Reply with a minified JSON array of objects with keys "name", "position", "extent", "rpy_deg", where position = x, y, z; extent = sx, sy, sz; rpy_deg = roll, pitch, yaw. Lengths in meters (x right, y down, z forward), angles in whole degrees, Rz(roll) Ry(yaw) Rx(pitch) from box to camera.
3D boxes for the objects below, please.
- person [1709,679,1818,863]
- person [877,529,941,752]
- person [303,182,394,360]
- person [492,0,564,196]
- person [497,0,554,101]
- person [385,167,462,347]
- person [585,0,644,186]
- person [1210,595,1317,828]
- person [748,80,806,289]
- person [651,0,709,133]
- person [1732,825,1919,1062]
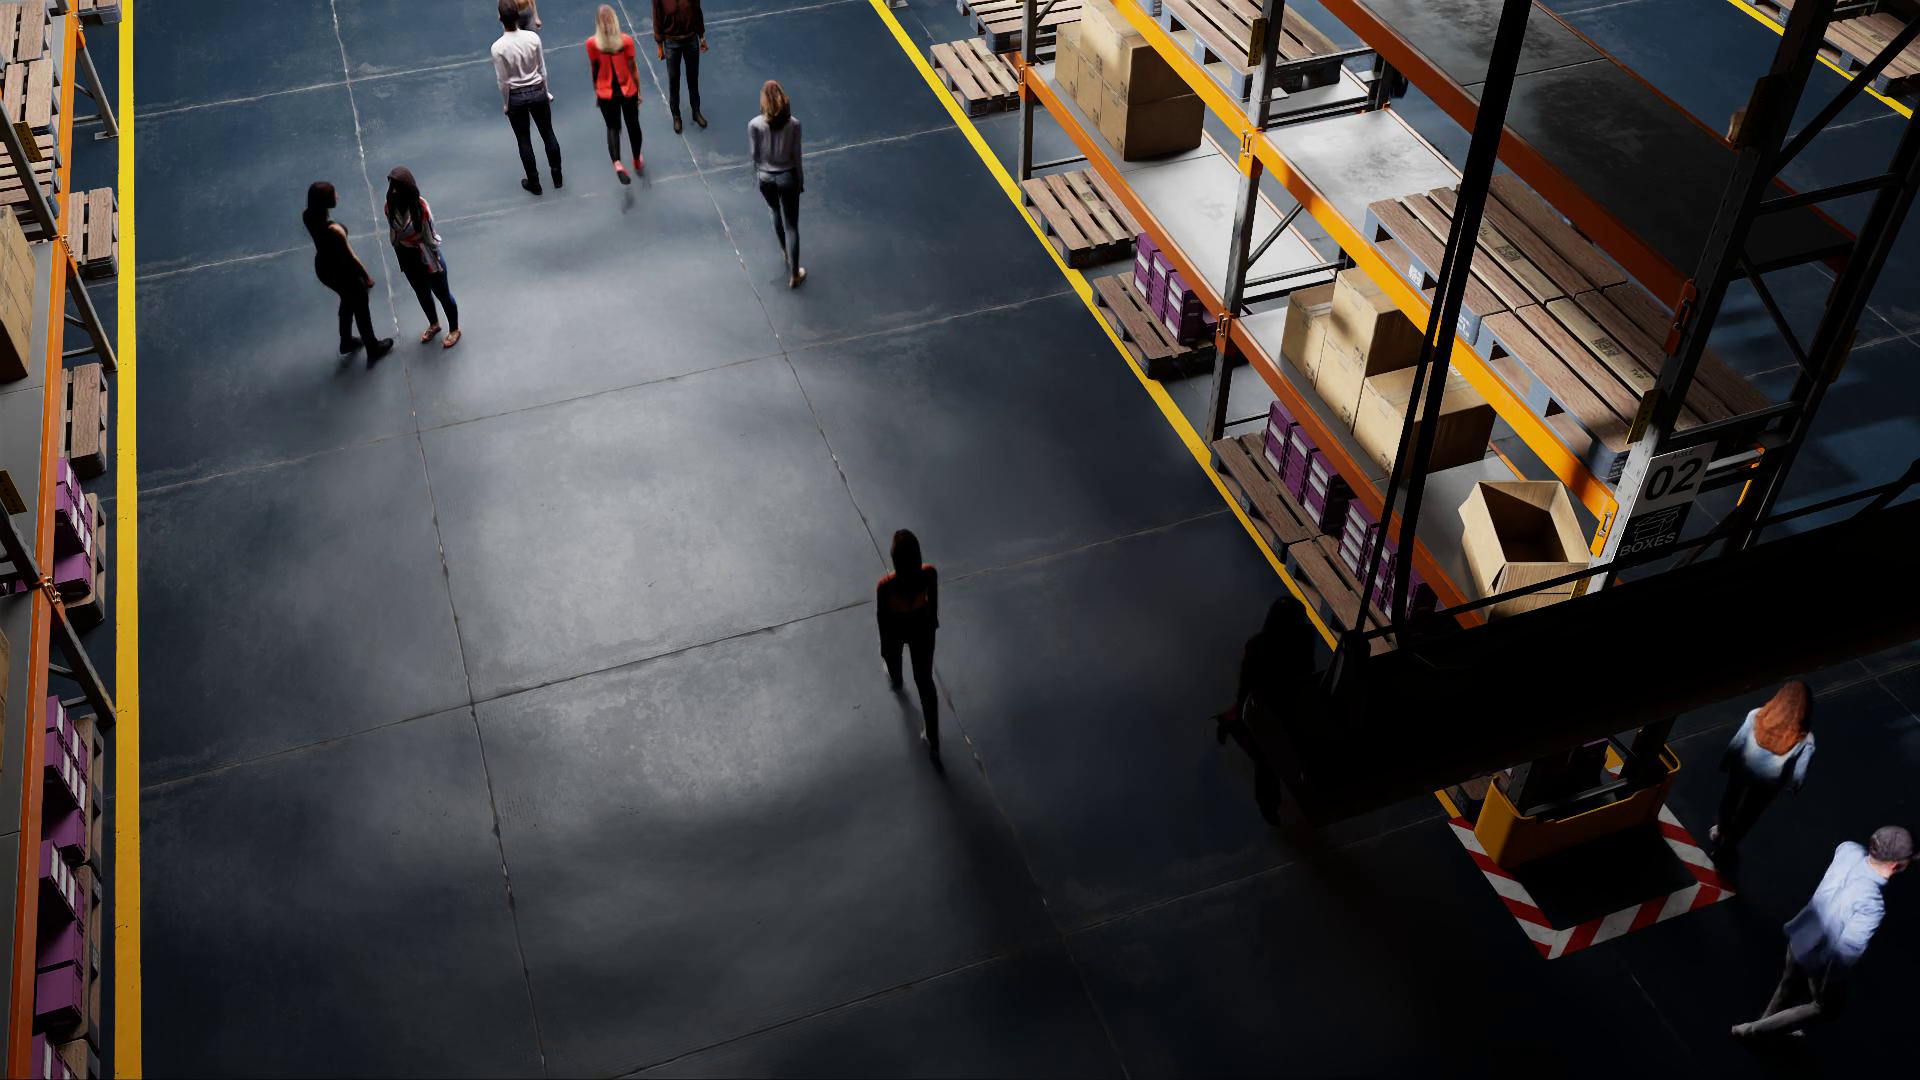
[{"name":"person","position":[4.622,1.398,9.690],"extent":[0.630,1.468,0.740],"rpy_deg":[31,52,29]},{"name":"person","position":[-0.289,0.631,10.407],"extent":[0.577,1.589,1.117],"rpy_deg":[-14,45,-14]},{"name":"person","position":[-4.948,-2.085,13.194],"extent":[0.741,1.679,0.813],"rpy_deg":[26,50,25]},{"name":"person","position":[-3.931,-4.018,15.085],"extent":[0.662,1.868,0.647],"rpy_deg":[-23,48,-22]},{"name":"person","position":[-4.337,-5.107,16.346],"extent":[0.637,1.706,0.641],"rpy_deg":[-34,53,-31]},{"name":"person","position":[-4.353,-2.300,13.468],"extent":[0.660,1.611,0.674],"rpy_deg":[8,44,8]},{"name":"person","position":[-3.132,-4.028,15.242],"extent":[0.726,1.666,1.036],"rpy_deg":[-5,44,-5]},{"name":"person","position":[1.807,0.923,9.999],"extent":[0.841,1.730,1.121],"rpy_deg":[-26,50,-25]},{"name":"person","position":[-1.554,-2.969,14.072],"extent":[0.735,1.747,0.898],"rpy_deg":[2,44,2]},{"name":"person","position":[-2.687,-4.794,15.964],"extent":[0.640,1.780,0.490],"rpy_deg":[-15,46,-15]},{"name":"person","position":[4.418,2.099,8.661],"extent":[0.844,1.873,0.780],"rpy_deg":[3,44,3]}]
